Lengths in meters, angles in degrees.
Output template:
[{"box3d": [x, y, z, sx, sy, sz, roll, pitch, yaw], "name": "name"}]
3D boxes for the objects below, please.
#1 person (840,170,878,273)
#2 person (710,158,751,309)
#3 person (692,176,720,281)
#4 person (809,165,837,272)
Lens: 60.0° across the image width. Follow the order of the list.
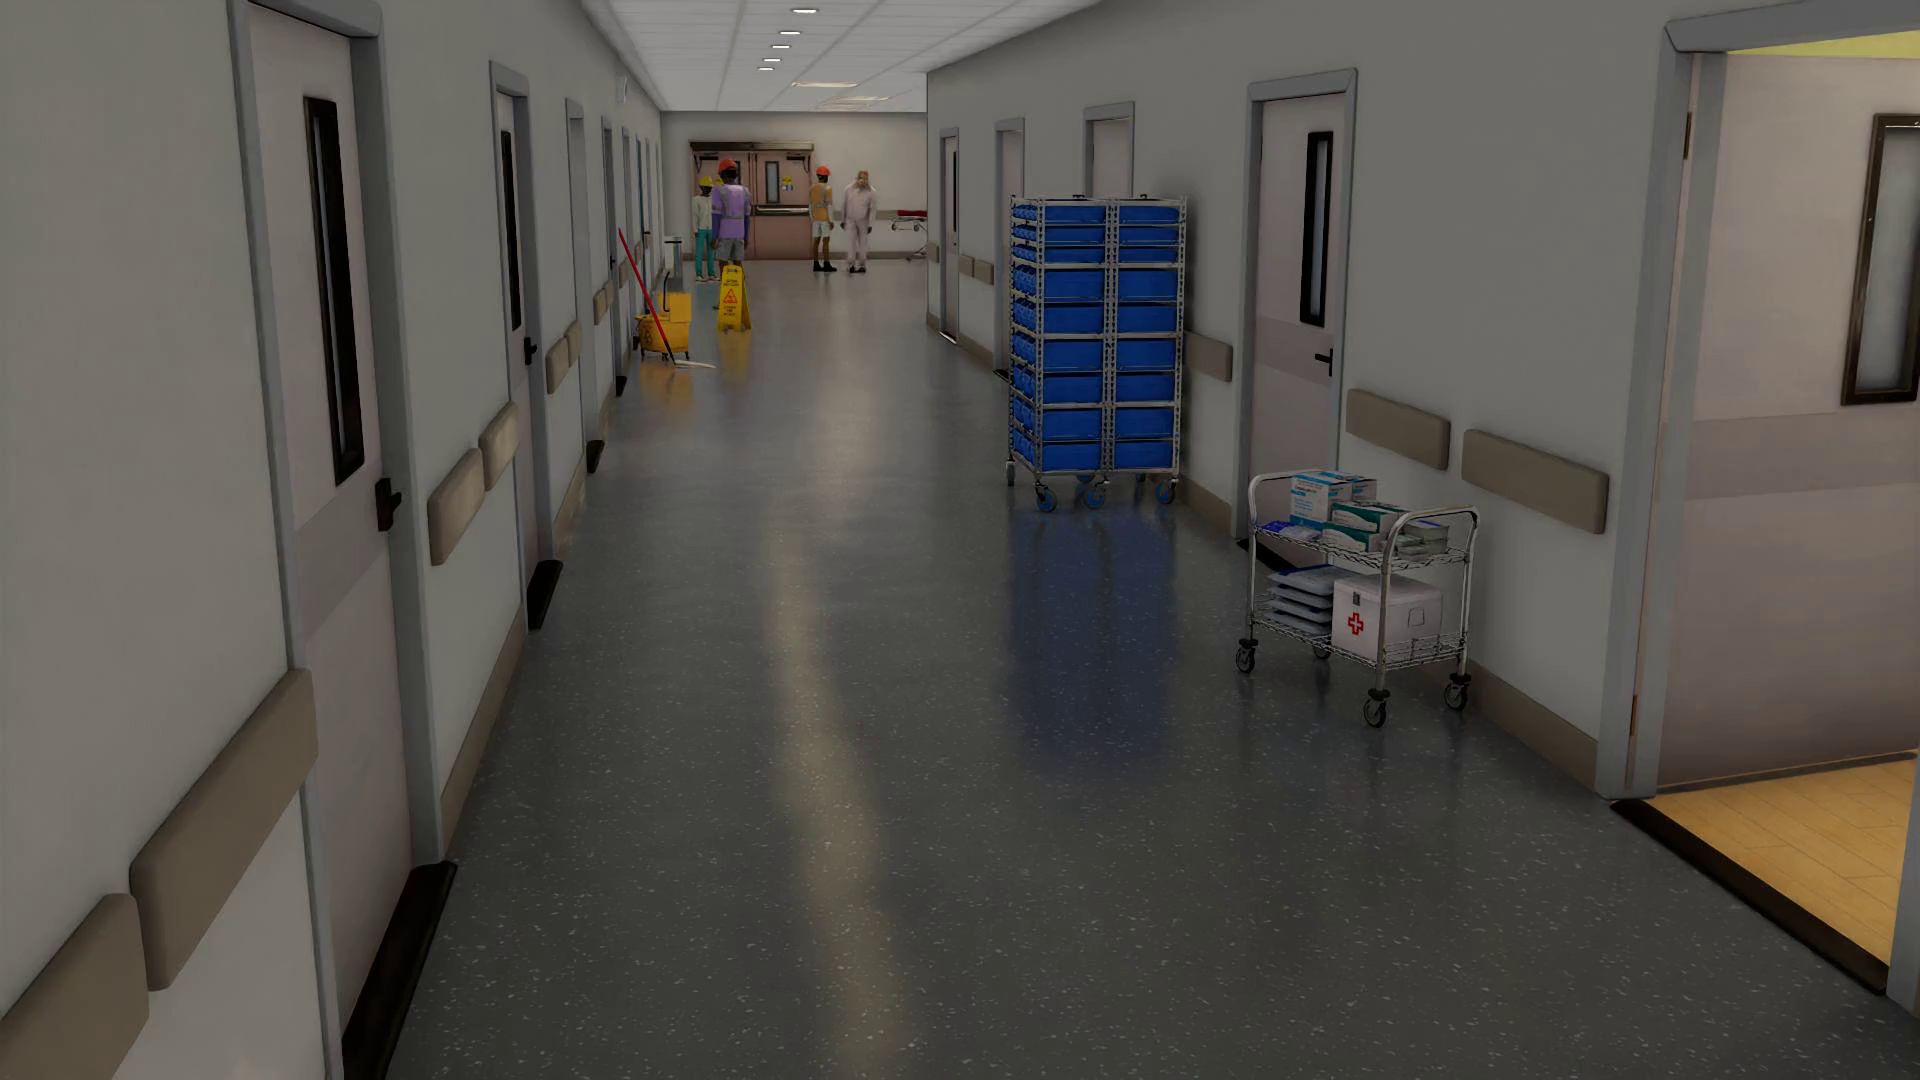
[{"box3d": [-1.856, -5.747, 30.107, 0.717, 1.846, 0.944, 2, 13, 7], "name": "person"}, {"box3d": [-3.131, -4.148, 22.612, 0.615, 2.028, 0.409, -12, 18, -43], "name": "person"}, {"box3d": [-4.278, -5.249, 28.097, 0.517, 1.757, 0.342, -10, 16, -39], "name": "person"}, {"box3d": [-2.533, -5.932, 30.723, 0.548, 1.937, 0.379, 10, 16, 37], "name": "person"}]
